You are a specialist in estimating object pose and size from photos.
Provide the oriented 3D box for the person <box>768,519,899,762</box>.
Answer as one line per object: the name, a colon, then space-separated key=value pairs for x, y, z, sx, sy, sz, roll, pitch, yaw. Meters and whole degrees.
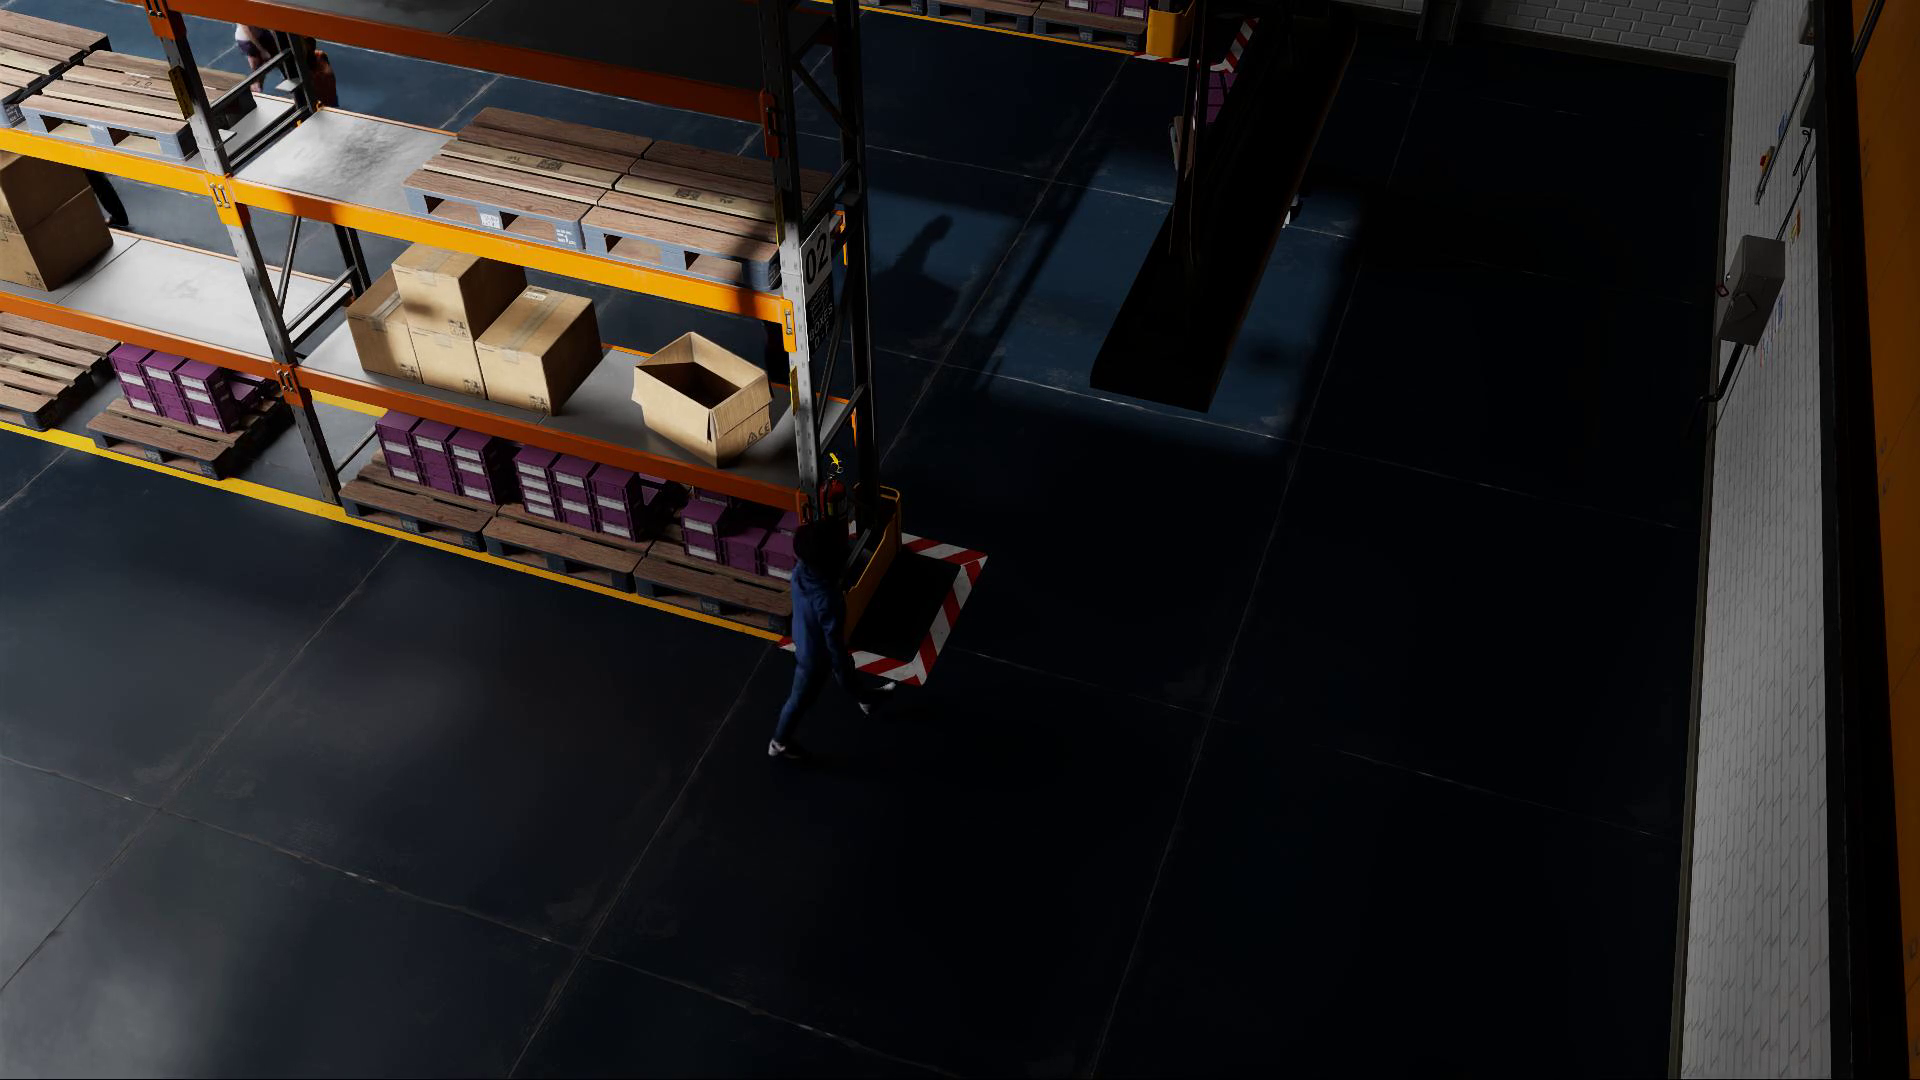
person: x=-0.951 y=0.659 z=10.219 sx=1.273 sy=1.757 sz=1.144 roll=-12 pitch=45 yaw=-12
